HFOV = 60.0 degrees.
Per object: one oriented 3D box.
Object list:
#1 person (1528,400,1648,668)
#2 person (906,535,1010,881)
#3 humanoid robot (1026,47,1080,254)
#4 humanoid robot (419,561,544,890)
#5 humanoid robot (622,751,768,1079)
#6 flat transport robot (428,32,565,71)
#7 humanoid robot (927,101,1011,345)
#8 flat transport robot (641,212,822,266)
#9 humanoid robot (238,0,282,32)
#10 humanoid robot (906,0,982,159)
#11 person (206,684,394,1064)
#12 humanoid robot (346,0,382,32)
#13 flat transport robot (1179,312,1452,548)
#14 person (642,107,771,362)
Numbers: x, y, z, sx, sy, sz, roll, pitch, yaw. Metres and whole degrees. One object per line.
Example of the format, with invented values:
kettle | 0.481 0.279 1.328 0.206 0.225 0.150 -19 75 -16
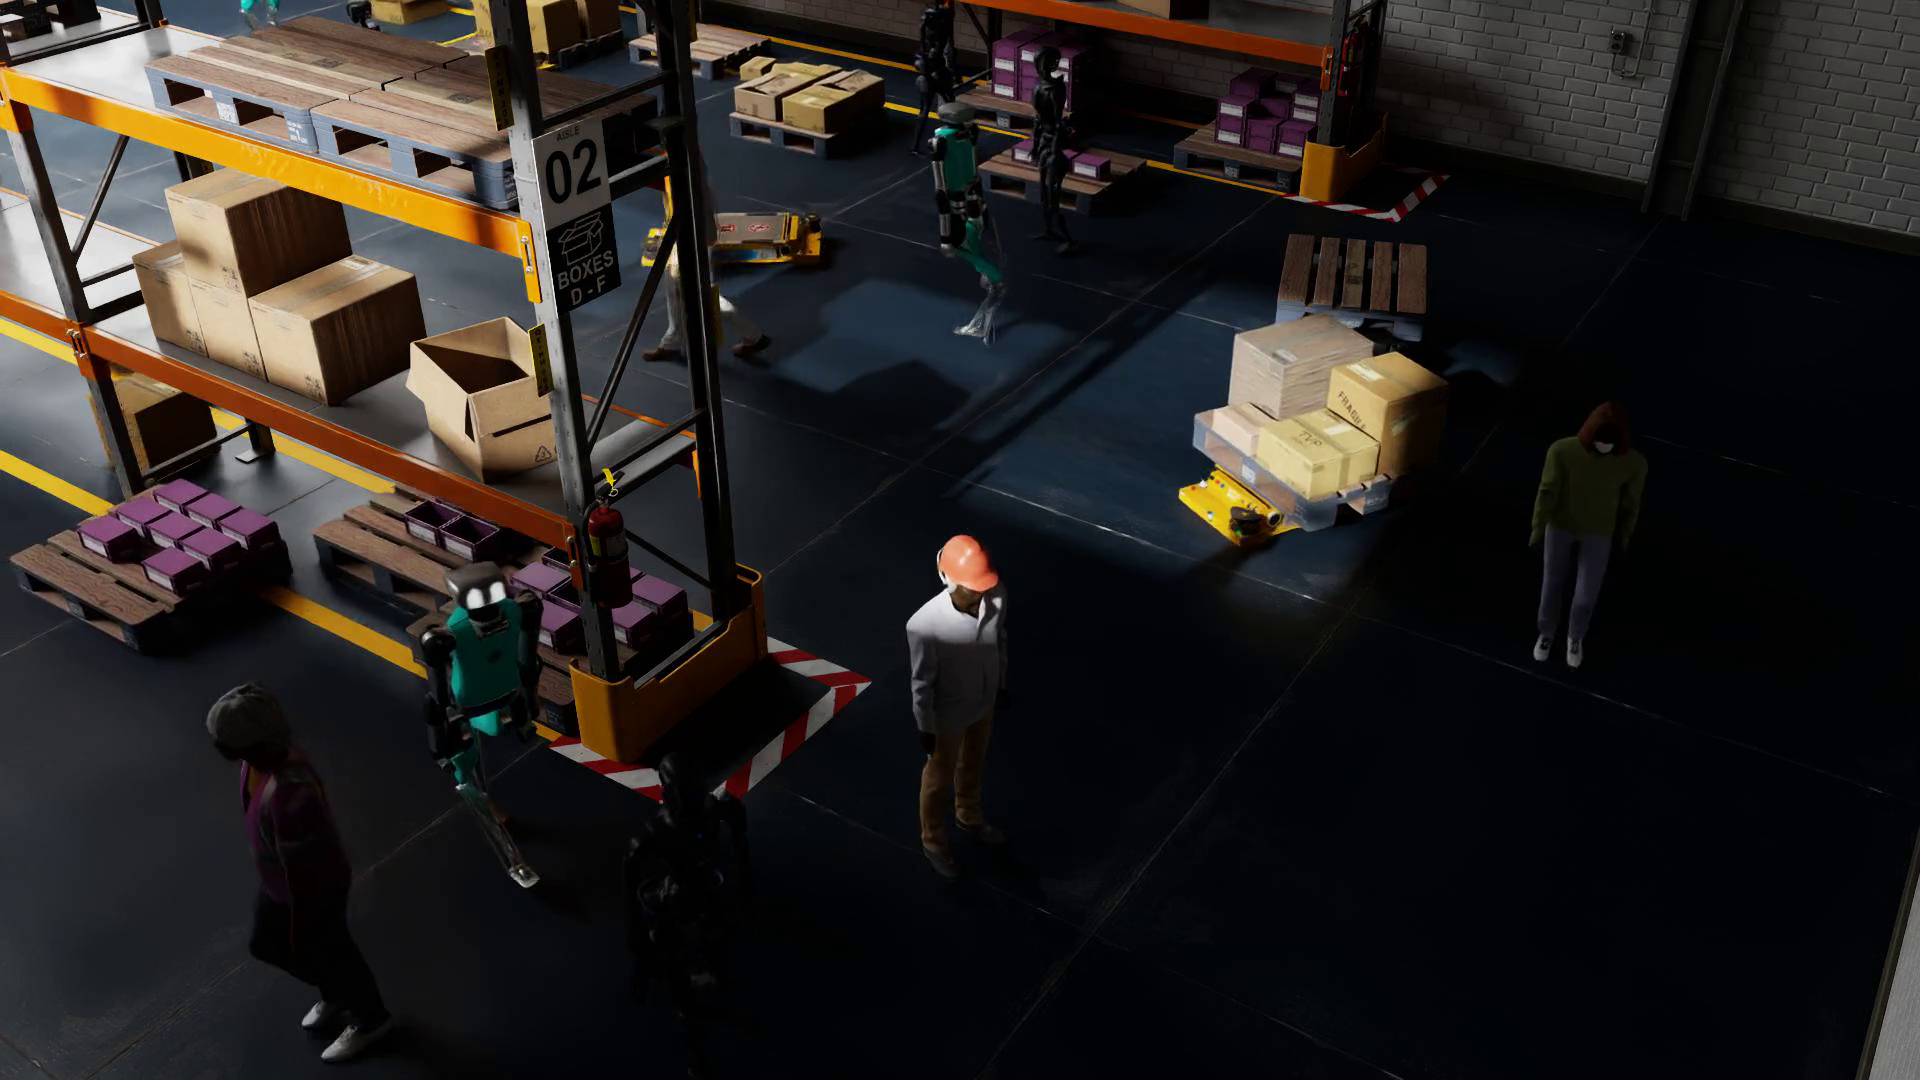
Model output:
person | 3.231 -0.024 8.677 0.502 1.618 0.406 14 36 20
person | 0.024 0.720 7.406 0.564 1.750 0.334 -28 42 -36
humanoid robot | 0.769 -3.161 13.439 0.382 1.641 0.603 -8 34 -12
humanoid robot | -2.200 0.732 7.415 0.555 1.715 0.987 -25 41 -33
humanoid robot | -1.093 1.424 6.397 0.588 1.637 0.573 -26 41 -34
flat transport robot | -5.001 -5.198 17.862 1.431 0.231 0.659 20 38 27
humanoid robot | 0.168 -2.143 11.920 0.776 1.897 0.563 19 37 26
flat transport robot | -1.861 -2.458 13.651 1.431 0.231 0.659 -1 33 -2
humanoid robot | -7.462 -5.928 17.692 0.830 1.824 0.549 15 36 21
humanoid robot | -0.162 -4.255 15.140 0.718 1.632 0.600 19 38 27
person | -2.556 1.321 6.415 0.455 1.832 0.529 -25 40 -33
humanoid robot | -5.047 -3.967 14.685 0.520 1.637 0.611 -2 33 -3
flat transport robot | 2.147 -0.353 10.416 1.431 0.231 0.659 -17 37 -24
person | -1.819 -2.089 11.607 0.884 1.898 0.644 -2 33 -3
